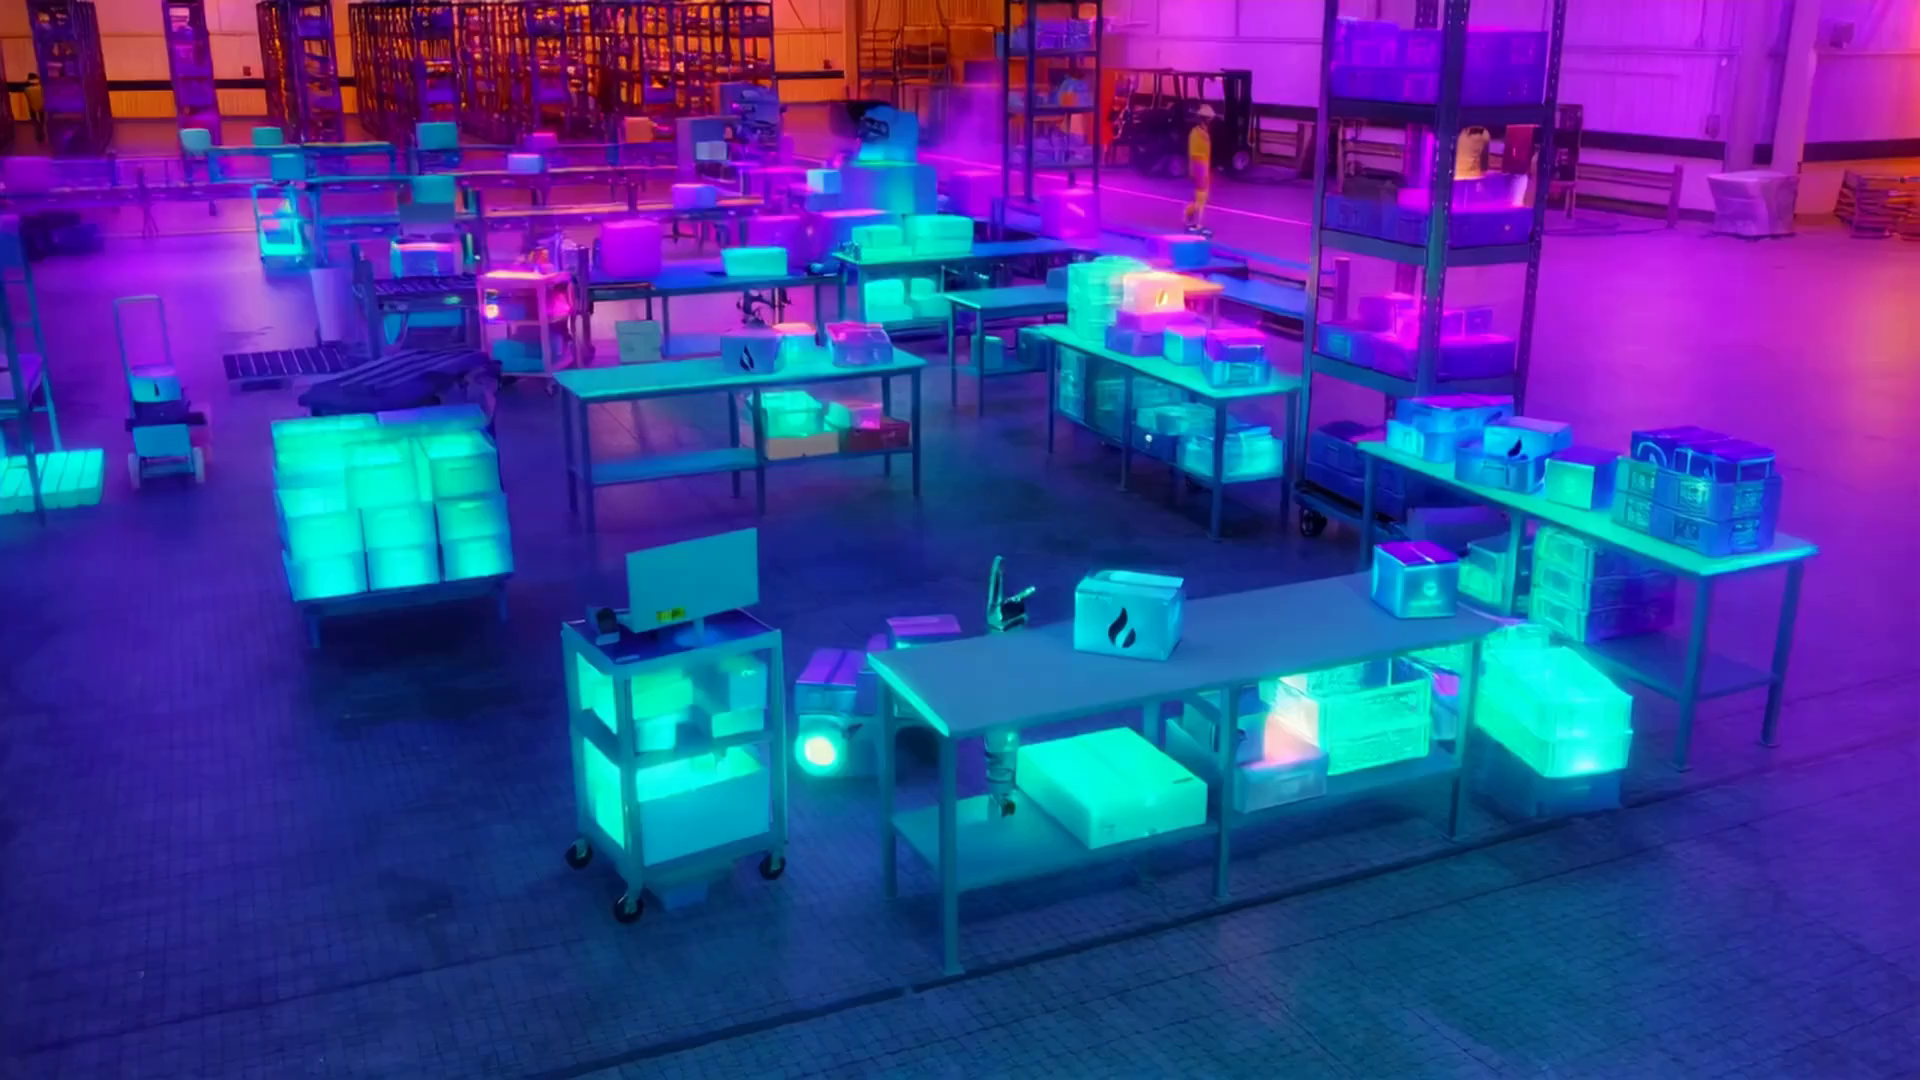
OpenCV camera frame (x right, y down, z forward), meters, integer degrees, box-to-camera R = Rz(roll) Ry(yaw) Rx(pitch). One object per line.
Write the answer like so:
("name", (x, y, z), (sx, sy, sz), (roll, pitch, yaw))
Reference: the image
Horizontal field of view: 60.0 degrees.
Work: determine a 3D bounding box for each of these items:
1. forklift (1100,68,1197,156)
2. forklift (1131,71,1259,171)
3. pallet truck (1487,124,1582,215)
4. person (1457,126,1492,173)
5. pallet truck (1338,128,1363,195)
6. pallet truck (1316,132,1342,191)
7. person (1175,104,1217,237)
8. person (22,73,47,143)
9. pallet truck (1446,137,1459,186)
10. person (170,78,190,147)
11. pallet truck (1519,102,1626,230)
("forklift", (4.082, -9.564, 37.410), (2.680, 1.987, 1.157), (-8, 19, -23))
("forklift", (4.998, -8.936, 35.413), (2.680, 1.987, 1.157), (-9, 20, -25))
("pallet truck", (9.707, -6.455, 28.103), (1.885, 1.965, 0.823), (-7, 19, -20))
("person", (8.015, -5.785, 26.139), (0.407, 1.910, 0.639), (-7, 19, -21))
("pallet truck", (7.845, -7.140, 31.411), (1.522, 1.261, 0.704), (-9, 20, -25))
("pallet truck", (7.723, -7.504, 32.656), (1.601, 1.201, 0.680), (-8, 19, -23))
("person", (3.679, -5.661, 25.555), (0.491, 2.024, 0.628), (9, 20, 26))
("person", (-24.771, -11.611, 44.636), (0.578, 1.817, 0.812), (-12, 21, -33))
("pallet truck", (9.184, -6.485, 29.328), (1.630, 1.274, 0.653), (-8, 19, -23))
("person", (-19.826, -10.867, 42.283), (0.432, 1.819, 0.617), (-11, 21, -31))
("pallet truck", (9.972, -6.037, 26.785), (1.885, 1.965, 0.823), (-9, 20, -25))
